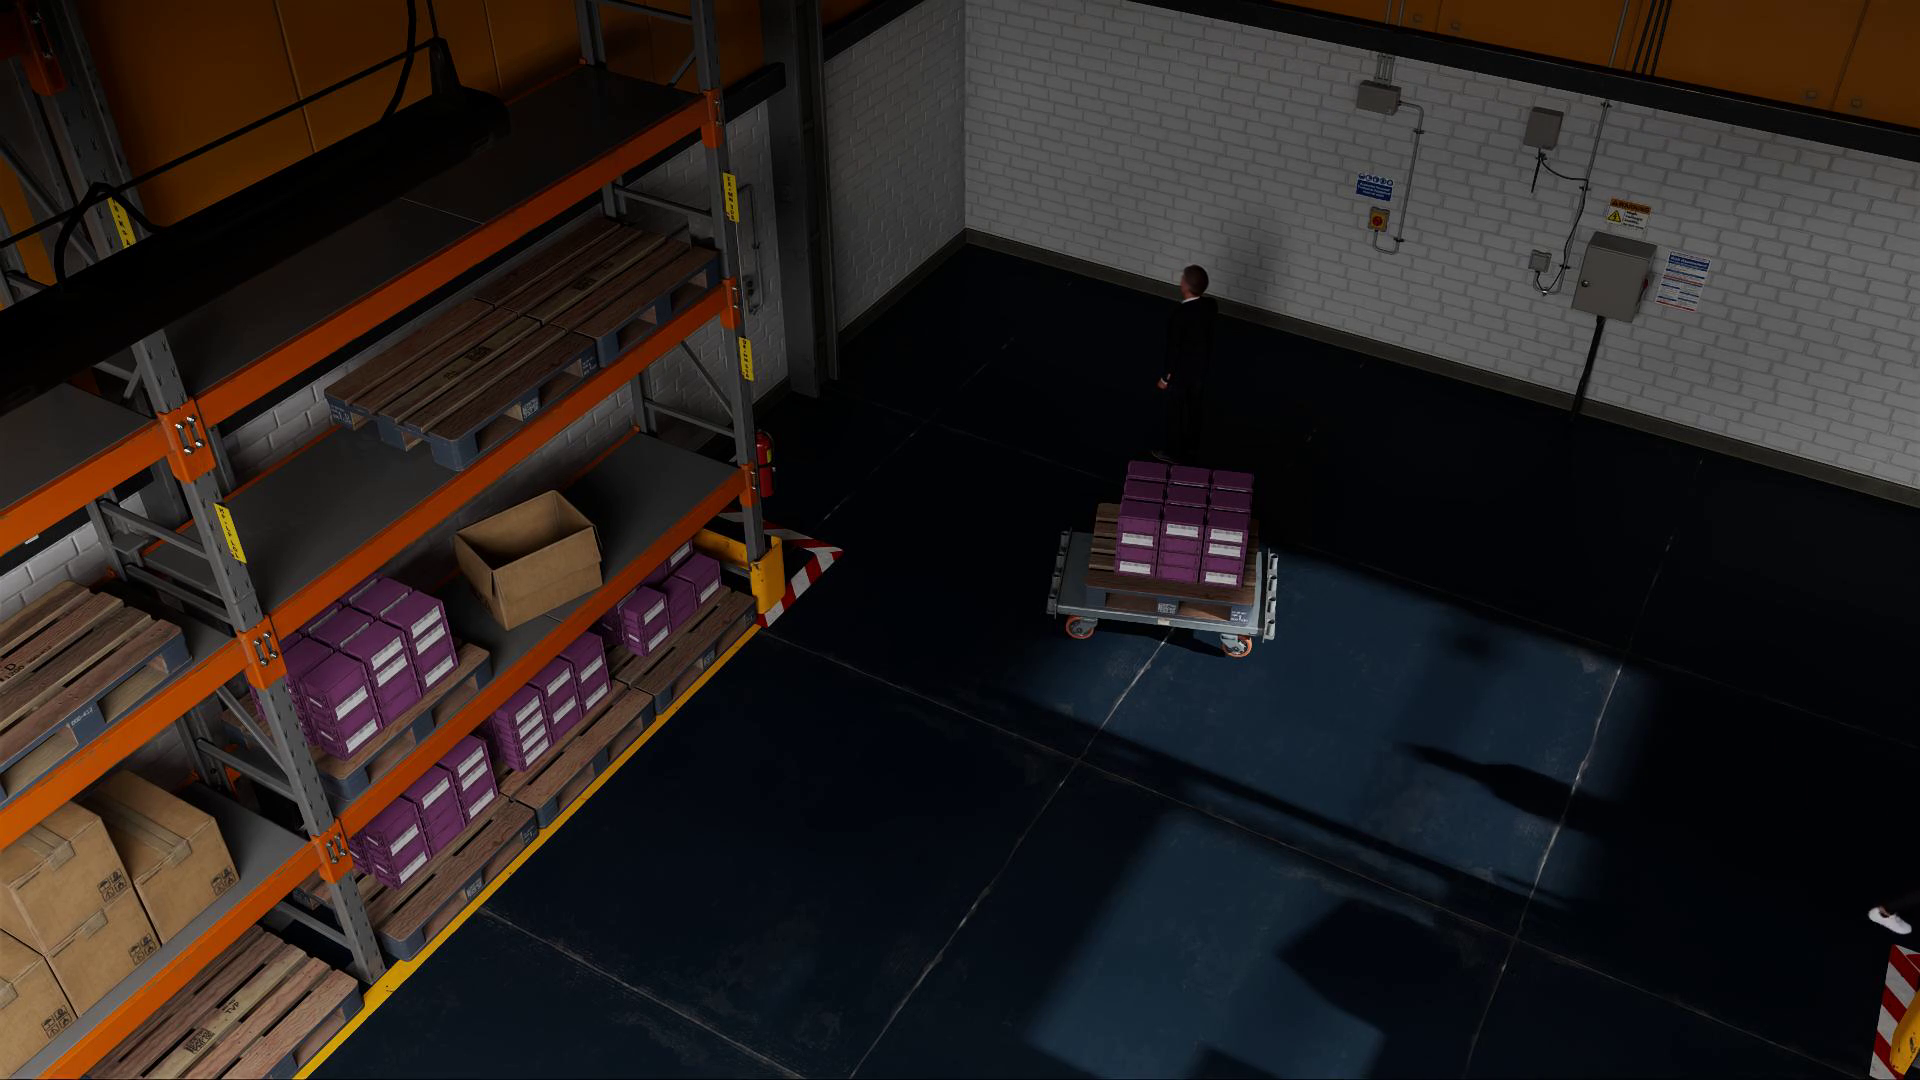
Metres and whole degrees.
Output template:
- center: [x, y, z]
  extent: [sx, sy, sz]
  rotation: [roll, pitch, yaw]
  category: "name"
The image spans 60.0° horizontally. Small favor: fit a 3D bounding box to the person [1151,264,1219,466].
- center: [1.854, -1.442, 13.613]
  extent: [0.666, 1.814, 0.826]
  rotation: [-27, 46, -30]
  category: "person"
